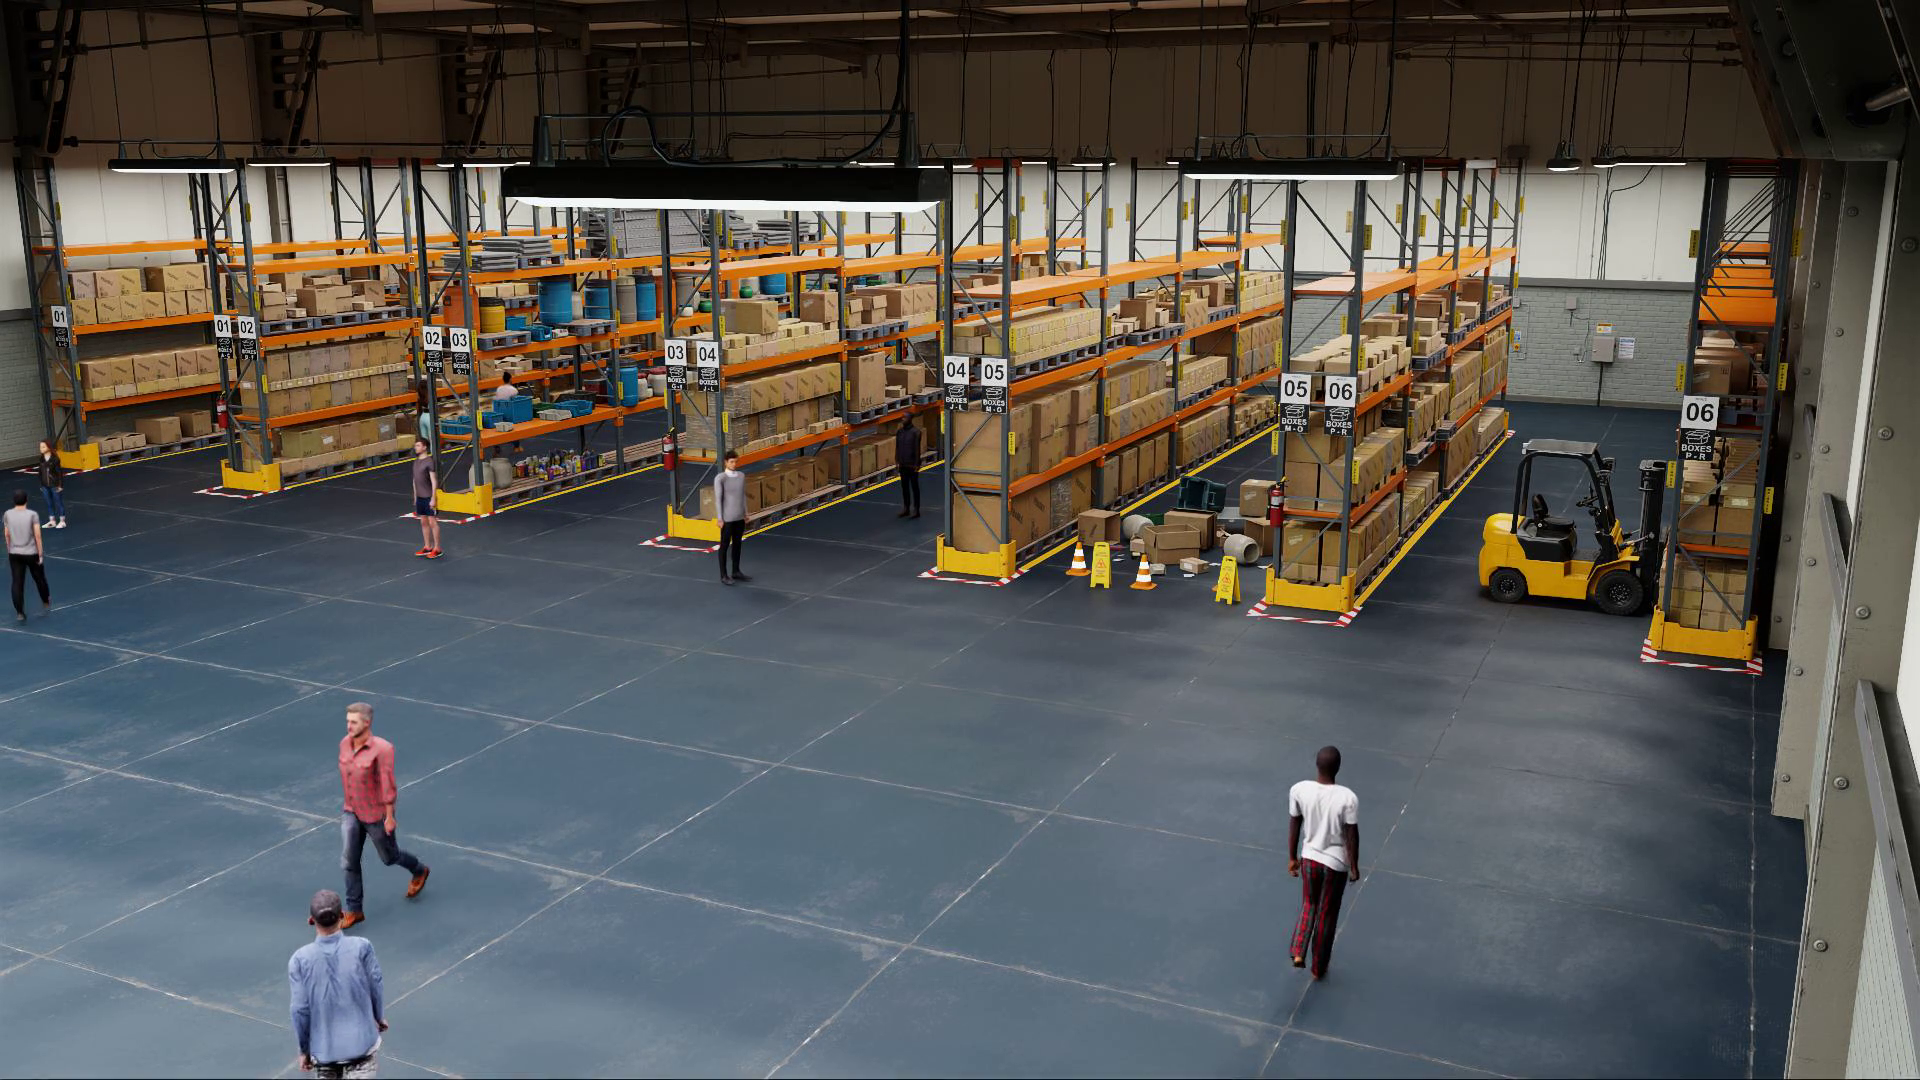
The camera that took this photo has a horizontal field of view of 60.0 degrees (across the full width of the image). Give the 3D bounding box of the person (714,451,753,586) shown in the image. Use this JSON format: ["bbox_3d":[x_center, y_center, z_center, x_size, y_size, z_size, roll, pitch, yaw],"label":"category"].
[{"bbox_3d":[-3.306,-0.346,24.003,0.859,1.920,0.665,11,17,38],"label":"person"}]

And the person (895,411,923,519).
[{"bbox_3d":[-0.857,-1.298,28.299,0.729,1.838,0.635,10,16,36],"label":"person"}]

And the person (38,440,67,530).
[{"bbox_3d":[-15.009,-0.927,27.480,0.606,1.483,0.562,3,13,12],"label":"person"}]

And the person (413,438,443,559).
[{"bbox_3d":[-8.173,-0.658,25.499,0.686,1.852,0.618,10,16,36],"label":"person"}]

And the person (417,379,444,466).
[{"bbox_3d":[-10.557,-2.325,32.978,0.562,1.726,0.521,5,14,22],"label":"person"}]

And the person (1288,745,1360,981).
[{"bbox_3d":[2.661,2.419,12.283,0.702,1.821,0.733,8,15,30],"label":"person"}]

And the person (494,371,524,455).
[{"bbox_3d":[-9.301,-2.582,34.097,0.756,1.722,1.017,4,14,18],"label":"person"}]

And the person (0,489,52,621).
[{"bbox_3d":[-12.396,0.227,21.995,1.103,1.710,1.209,-4,14,-16],"label":"person"}]

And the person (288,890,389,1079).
[{"bbox_3d":[-3.610,2.988,9.748,1.055,1.855,1.125,-4,14,-17],"label":"person"}]

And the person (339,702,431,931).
[{"bbox_3d":[-4.695,2.170,13.404,0.695,1.800,1.146,6,14,23],"label":"person"}]
